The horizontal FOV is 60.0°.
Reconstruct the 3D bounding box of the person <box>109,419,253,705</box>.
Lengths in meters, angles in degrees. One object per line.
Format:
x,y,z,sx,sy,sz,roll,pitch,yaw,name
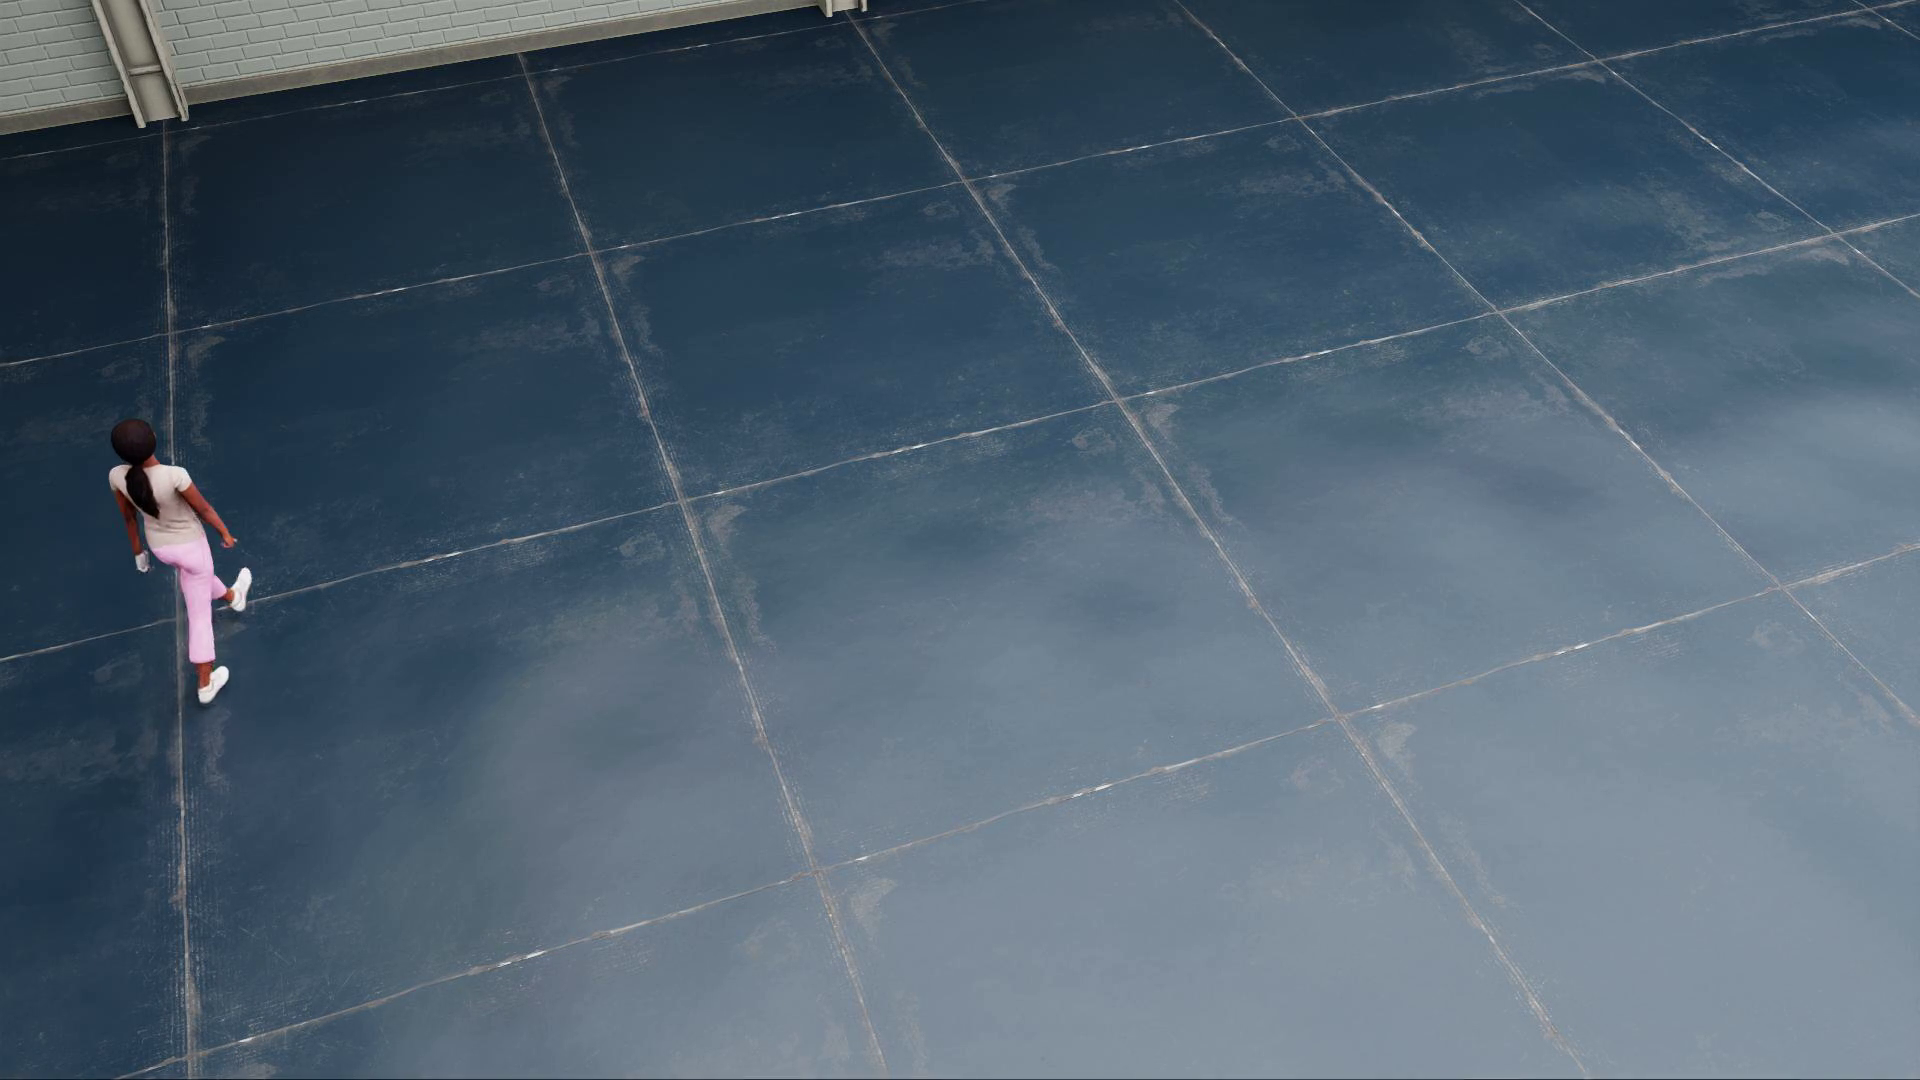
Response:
-4.163,0.132,8.837,1.178,1.687,1.002,4,43,4,person
